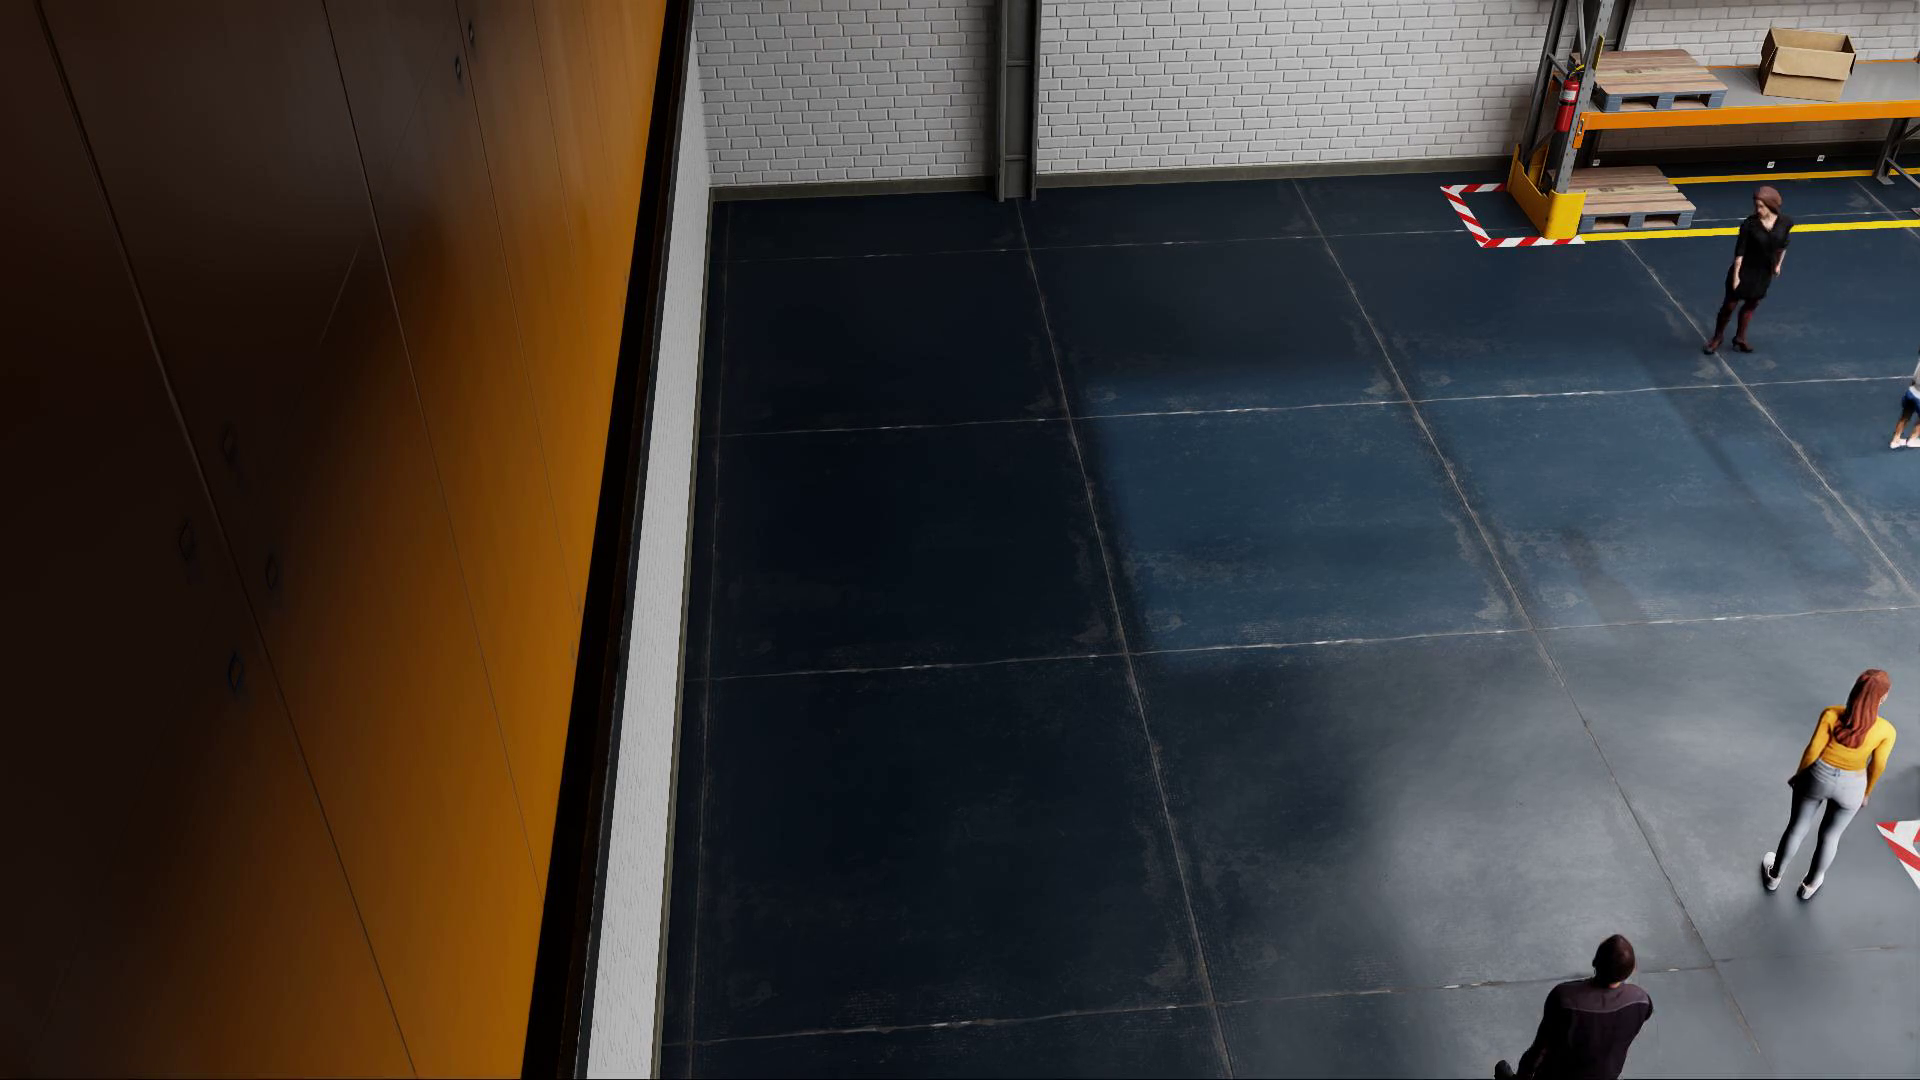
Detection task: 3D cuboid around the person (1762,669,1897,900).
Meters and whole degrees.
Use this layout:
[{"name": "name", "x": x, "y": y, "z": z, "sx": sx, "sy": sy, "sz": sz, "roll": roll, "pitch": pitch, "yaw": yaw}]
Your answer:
[{"name": "person", "x": 5.117, "y": 1.442, "z": 9.761, "sx": 0.663, "sy": 1.756, "sz": 0.748, "roll": 20, "pitch": 43, "yaw": 23}]

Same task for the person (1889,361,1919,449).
[{"name": "person", "x": 7.845, "y": -1.185, "z": 13.648, "sx": 0.561, "sy": 1.010, "sz": 0.498, "roll": -13, "pitch": 40, "yaw": -15}]

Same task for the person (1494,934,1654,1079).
[{"name": "person", "x": 3.042, "y": 2.674, "z": 8.181, "sx": 1.055, "sy": 1.803, "sz": 0.873, "roll": 4, "pitch": 39, "yaw": 5}]

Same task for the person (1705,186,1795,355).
[{"name": "person", "x": 6.995, "y": -2.359, "z": 14.585, "sx": 0.458, "sy": 1.675, "sz": 0.742, "roll": -9, "pitch": 40, "yaw": -12}]
